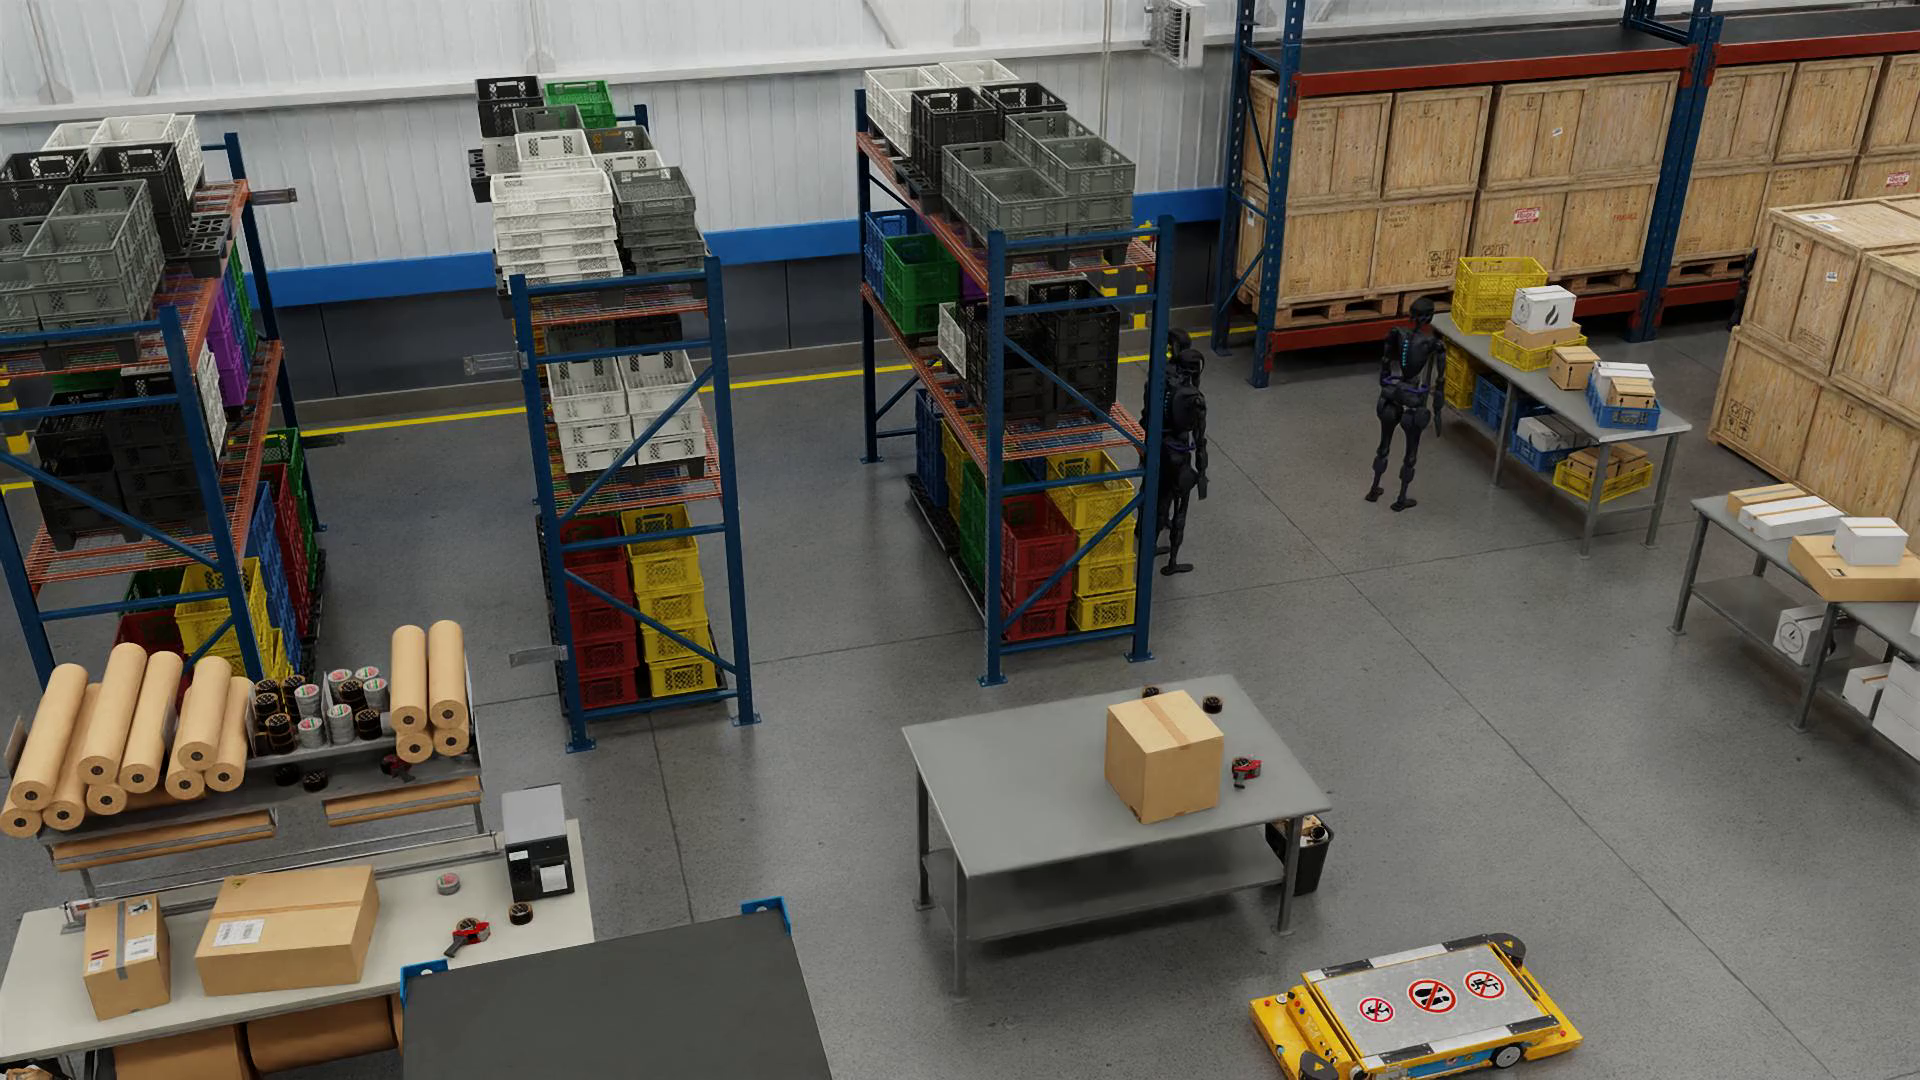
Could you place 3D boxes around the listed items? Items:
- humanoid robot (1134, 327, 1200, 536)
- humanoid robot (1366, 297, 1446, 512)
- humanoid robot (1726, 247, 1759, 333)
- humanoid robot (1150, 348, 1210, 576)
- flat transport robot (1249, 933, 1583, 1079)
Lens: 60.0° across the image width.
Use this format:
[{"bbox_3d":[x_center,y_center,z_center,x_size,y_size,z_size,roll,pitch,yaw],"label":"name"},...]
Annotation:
[{"bbox_3d":[1.505,-0.768,12.093,0.579,1.651,0.334,-20,35,-32],"label":"humanoid robot"},{"bbox_3d":[3.393,-1.041,12.584,0.360,1.651,0.570,-25,37,-37],"label":"humanoid robot"},{"bbox_3d":[6.922,-1.968,14.265,0.602,1.658,0.324,2,29,4],"label":"humanoid robot"},{"bbox_3d":[1.535,-0.567,11.730,0.323,1.651,0.570,-13,31,-22],"label":"humanoid robot"},{"bbox_3d":[2.184,2.282,7.980,1.431,0.197,0.652,-8,30,-14],"label":"flat transport robot"}]
